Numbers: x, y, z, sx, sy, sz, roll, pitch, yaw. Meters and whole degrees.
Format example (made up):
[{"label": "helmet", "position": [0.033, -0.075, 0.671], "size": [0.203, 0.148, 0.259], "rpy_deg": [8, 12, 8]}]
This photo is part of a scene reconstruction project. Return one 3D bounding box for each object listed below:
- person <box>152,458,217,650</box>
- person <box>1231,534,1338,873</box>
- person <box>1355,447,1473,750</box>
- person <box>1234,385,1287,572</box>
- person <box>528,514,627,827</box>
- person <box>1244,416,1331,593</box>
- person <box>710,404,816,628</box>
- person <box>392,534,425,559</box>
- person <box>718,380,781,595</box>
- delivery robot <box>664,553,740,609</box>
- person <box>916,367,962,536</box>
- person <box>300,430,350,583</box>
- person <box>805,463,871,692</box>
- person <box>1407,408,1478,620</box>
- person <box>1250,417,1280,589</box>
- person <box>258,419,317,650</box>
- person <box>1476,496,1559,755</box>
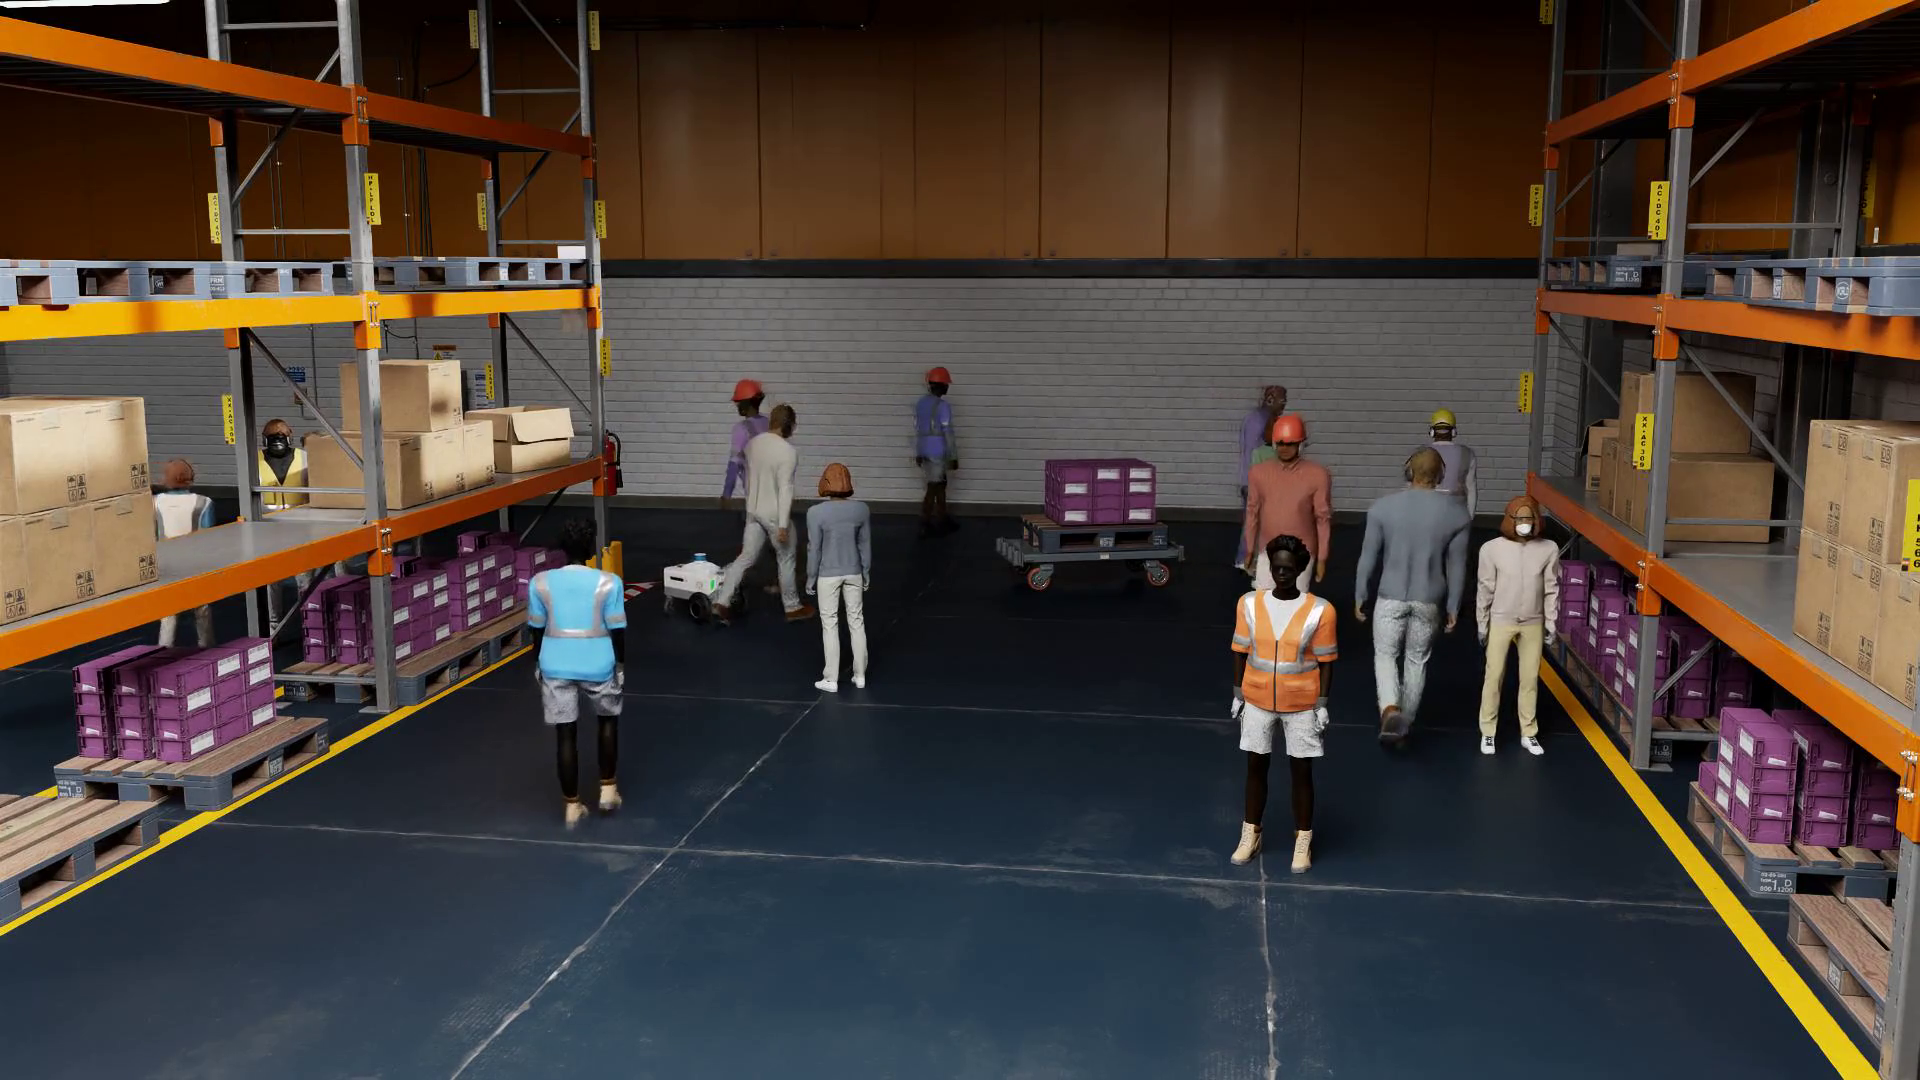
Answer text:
[{"label": "person", "position": [-5.787, 0.199, 12.363], "size": [0.518, 1.611, 0.801], "rpy_deg": [-2, 9, -12]}, {"label": "person", "position": [1.605, 0.809, 8.309], "size": [0.535, 1.700, 0.318], "rpy_deg": [4, 10, 24]}, {"label": "person", "position": [2.782, 0.394, 10.230], "size": [0.682, 1.907, 0.658], "rpy_deg": [2, 9, 13]}, {"label": "person", "position": [3.085, -0.576, 16.323], "size": [0.855, 1.867, 0.659], "rpy_deg": [5, 10, 28]}, {"label": "person", "position": [-2.065, 0.697, 9.044], "size": [0.546, 1.674, 0.513], "rpy_deg": [-1, 9, -4]}, {"label": "person", "position": [2.299, 0.105, 11.847], "size": [0.646, 1.956, 0.907], "rpy_deg": [4, 10, 22]}, {"label": "person", "position": [-1.666, -0.193, 13.943], "size": [0.701, 1.894, 0.994], "rpy_deg": [9, 13, 44]}, {"label": "person", "position": [-5.048, -0.387, 15.113], "size": [0.573, 1.887, 0.355], "rpy_deg": [-5, 10, -28]}, {"label": "person", "position": [-1.973, -0.485, 15.417], "size": [1.066, 1.979, 0.615], "rpy_deg": [4, 10, 23]}, {"label": "delivery robot", "position": [-2.231, 0.357, 14.330], "size": [0.707, 0.478, 0.477], "rpy_deg": [8, 12, 42]}, {"label": "person", "position": [-0.176, -1.004, 18.836], "size": [0.794, 1.906, 0.565], "rpy_deg": [-6, 11, -32]}, {"label": "person", "position": [-5.471, -0.140, 14.354], "size": [0.533, 1.623, 0.358], "rpy_deg": [3, 10, 16]}, {"label": "person", "position": [-0.865, 0.268, 11.862], "size": [0.507, 1.627, 0.266], "rpy_deg": [-5, 11, -29]}, {"label": "person", "position": [4.115, -0.214, 14.241], "size": [0.588, 1.823, 0.403], "rpy_deg": [2, 9, 13]}, {"label": "person", "position": [2.935, -0.344, 15.619], "size": [0.498, 1.633, 0.282], "rpy_deg": [-6, 11, -32]}, {"label": "person", "position": [-5.342, -0.043, 13.155], "size": [0.625, 1.837, 0.429], "rpy_deg": [-4, 10, -23]}, {"label": "person", "position": [3.434, 0.530, 10.269], "size": [0.503, 1.626, 0.283], "rpy_deg": [0, 9, 0]}]
